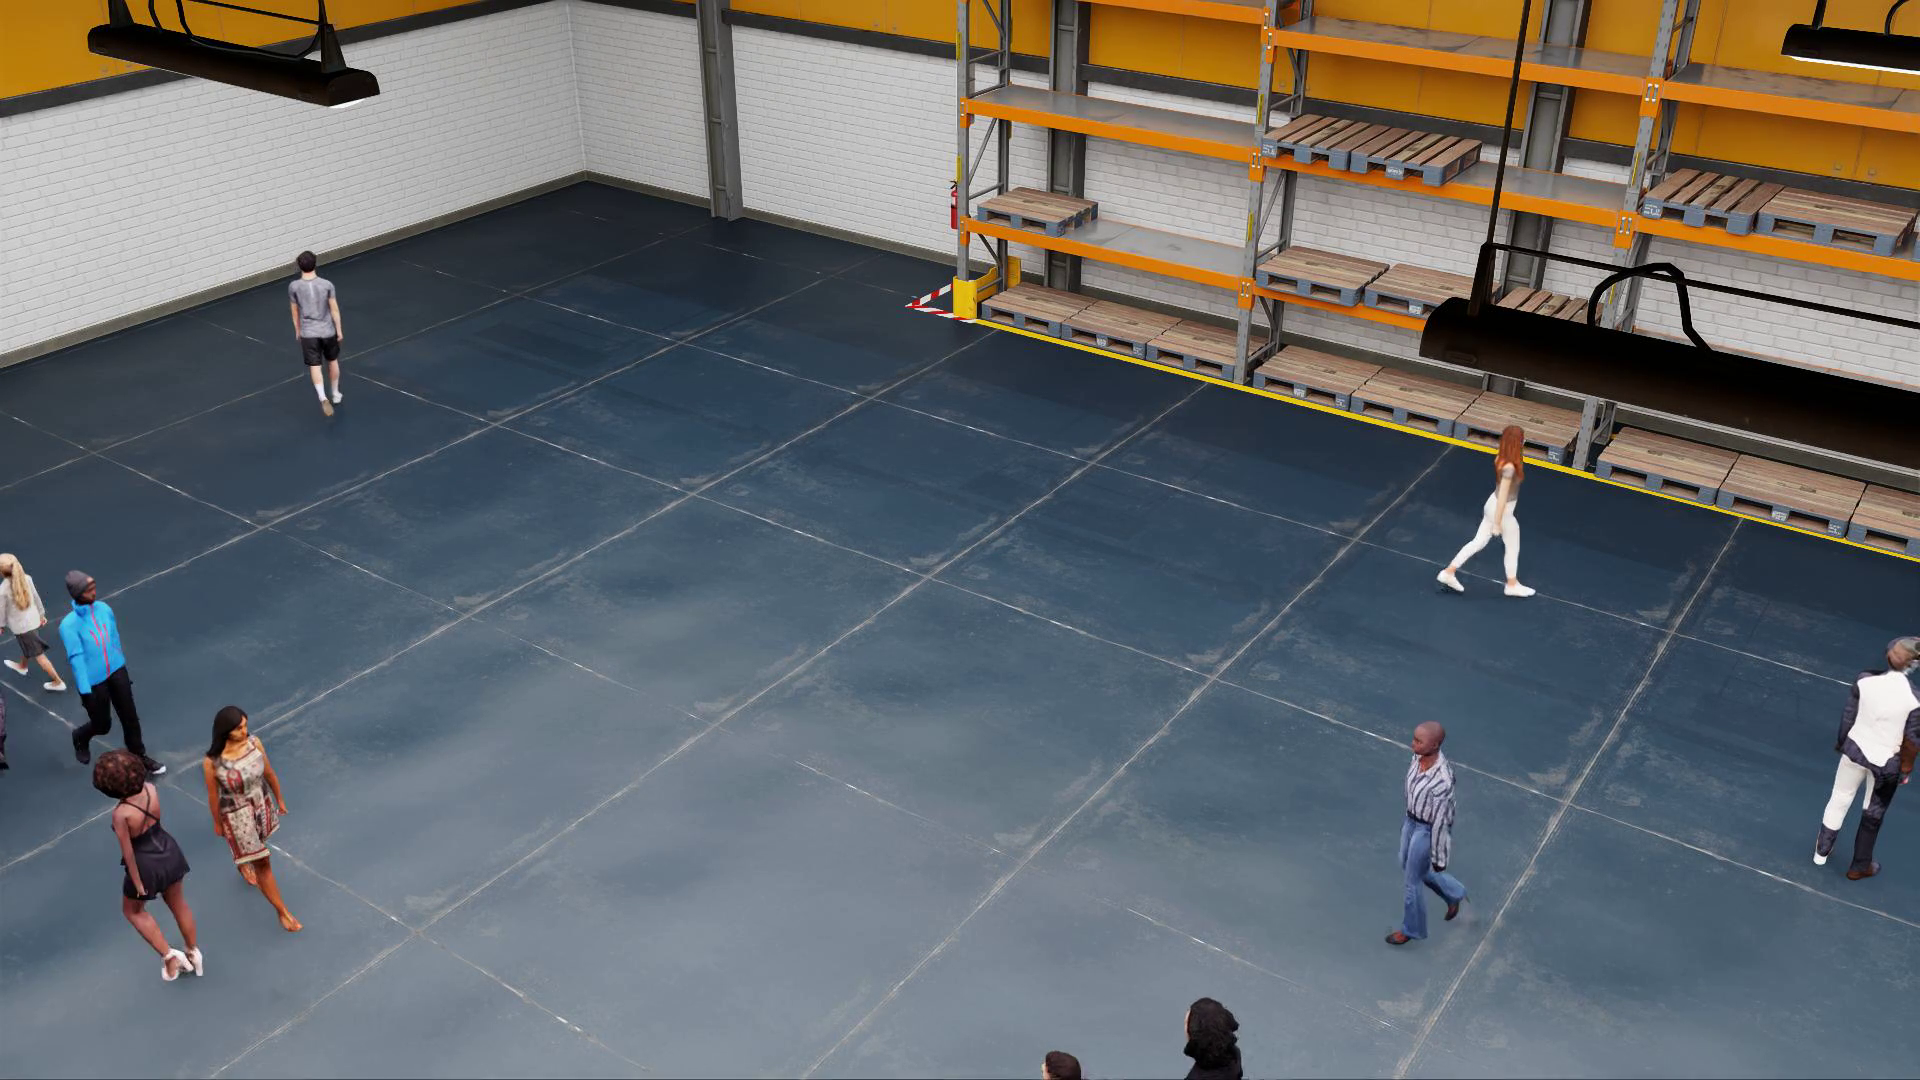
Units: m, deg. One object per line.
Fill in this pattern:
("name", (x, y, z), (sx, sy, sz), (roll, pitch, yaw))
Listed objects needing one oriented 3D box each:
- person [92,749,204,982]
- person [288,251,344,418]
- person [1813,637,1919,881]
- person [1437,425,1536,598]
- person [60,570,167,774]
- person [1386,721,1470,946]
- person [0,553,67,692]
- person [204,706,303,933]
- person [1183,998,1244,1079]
("person", (-5.058, 2.098, 10.590), (0.684, 1.779, 0.641), (8, 30, 15))
("person", (-7.162, -2.278, 18.544), (1.049, 1.844, 1.170), (-8, 30, -15))
("person", (6.348, 1.504, 11.560), (0.804, 1.892, 0.639), (-20, 35, -33))
("person", (4.766, -0.241, 14.968), (1.197, 1.692, 0.971), (2, 29, 4))
("person", (-6.542, 1.030, 12.550), (1.024, 1.776, 0.754), (11, 30, 19))
("person", (3.133, 1.926, 10.918), (0.981, 1.766, 0.906), (-5, 29, -9))
("person", (-7.658, 0.706, 13.701), (0.935, 1.243, 0.683), (7, 29, 13))
("person", (-4.875, 1.811, 11.305), (1.120, 1.598, 0.637), (22, 36, 34))
("person", (1.348, 3.178, 8.594), (1.165, 1.793, 0.679), (16, 33, 27))
